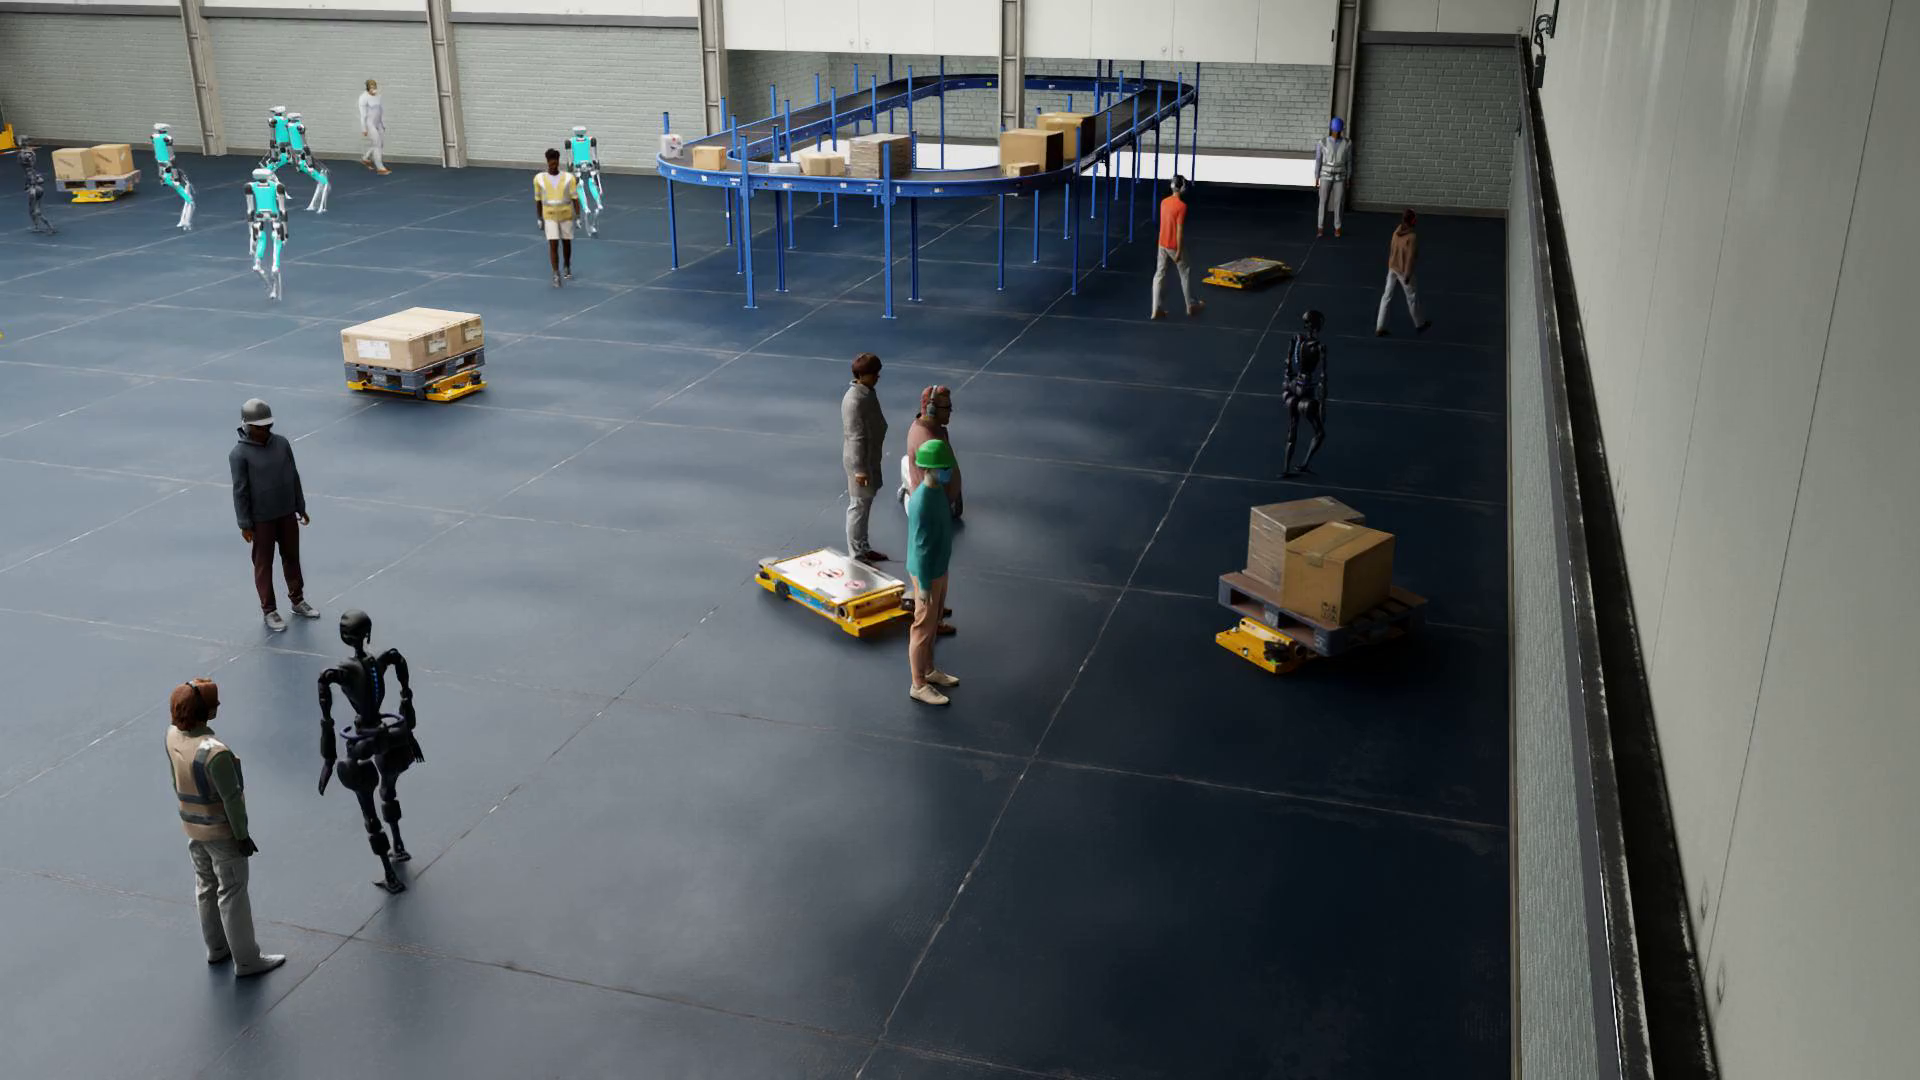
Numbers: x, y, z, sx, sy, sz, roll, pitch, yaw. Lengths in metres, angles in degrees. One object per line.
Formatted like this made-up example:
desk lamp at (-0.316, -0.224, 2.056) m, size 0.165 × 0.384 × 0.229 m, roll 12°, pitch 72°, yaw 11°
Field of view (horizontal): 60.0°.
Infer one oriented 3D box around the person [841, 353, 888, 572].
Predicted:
person at (-0.777, -0.639, 13.669) m, size 0.365 × 1.830 × 0.503 m, roll 4°, pitch 21°, yaw 9°

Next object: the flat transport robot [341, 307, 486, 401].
flat transport robot at (-6.164, -1.812, 18.878) m, size 1.431 × 0.231 × 0.659 m, roll 9°, pitch 23°, yaw 22°

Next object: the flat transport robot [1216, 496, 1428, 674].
flat transport robot at (2.675, 0.651, 12.488) m, size 1.431 × 0.231 × 0.659 m, roll -13°, pitch 25°, yaw -30°

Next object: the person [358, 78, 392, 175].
person at (-11.891, -8.333, 33.522) m, size 0.621 × 1.912 × 0.663 m, roll 5°, pitch 22°, yaw 12°

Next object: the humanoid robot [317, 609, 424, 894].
humanoid robot at (-3.273, 1.161, 9.215) m, size 0.408 × 1.650 × 0.614 m, roll 17°, pitch 27°, yaw 37°

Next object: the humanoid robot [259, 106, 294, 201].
humanoid robot at (-12.426, -7.001, 30.110) m, size 0.735 × 1.677 × 0.533 m, roll 7°, pitch 22°, yaw 18°

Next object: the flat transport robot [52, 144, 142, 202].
flat transport robot at (-16.023, -6.503, 31.044) m, size 0.659 × 0.231 × 1.431 m, roll -3°, pitch 21°, yaw -8°

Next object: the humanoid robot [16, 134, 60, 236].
humanoid robot at (-15.284, -5.853, 27.437) m, size 0.454 × 1.647 × 0.601 m, roll -16°, pitch 27°, yaw -36°

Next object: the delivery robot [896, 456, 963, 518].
delivery robot at (-0.305, -0.526, 15.131) m, size 0.523 × 0.585 × 0.737 m, roll -6°, pitch 22°, yaw -14°

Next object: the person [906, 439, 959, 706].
person at (-0.183, 0.205, 11.414) m, size 0.358 × 1.872 × 0.526 m, roll 5°, pitch 22°, yaw 12°

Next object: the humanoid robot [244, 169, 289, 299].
humanoid robot at (-9.584, -4.145, 23.049) m, size 0.547 × 1.903 × 0.735 m, roll -5°, pitch 22°, yaw -12°

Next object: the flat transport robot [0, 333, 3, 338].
flat transport robot at (-12.547, -2.401, 20.405) m, size 0.659 × 0.231 × 1.431 m, roll 3°, pitch 21°, yaw 9°

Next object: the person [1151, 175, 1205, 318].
person at (2.908, -3.898, 22.073) m, size 0.930 × 1.873 × 0.484 m, roll -18°, pitch 27°, yaw -38°

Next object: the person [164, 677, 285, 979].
person at (-3.787, 1.465, 8.468) m, size 0.522 × 1.639 × 0.304 m, roll 14°, pitch 25°, yaw 33°

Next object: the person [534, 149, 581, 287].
person at (-5.804, -4.674, 24.035) m, size 0.614 × 1.945 × 0.871 m, roll -5°, pitch 22°, yaw -13°

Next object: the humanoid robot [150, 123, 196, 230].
humanoid robot at (-13.137, -6.123, 28.013) m, size 0.538 × 1.791 × 0.687 m, roll 15°, pitch 26°, yaw 33°

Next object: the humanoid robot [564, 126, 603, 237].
humanoid robot at (-6.113, -5.798, 27.332) m, size 0.542 × 1.906 × 0.713 m, roll -10°, pitch 23°, yaw -25°

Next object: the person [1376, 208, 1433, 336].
person at (5.668, -3.407, 21.146) m, size 0.860 × 1.608 × 0.473 m, roll -13°, pitch 24°, yaw -30°

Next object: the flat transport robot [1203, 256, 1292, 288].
flat transport robot at (4.214, -3.907, 24.311) m, size 0.659 × 0.231 × 1.431 m, roll 17°, pitch 27°, yaw 37°

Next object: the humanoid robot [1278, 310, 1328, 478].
humanoid robot at (3.261, -1.384, 15.811) m, size 0.370 × 1.651 × 0.610 m, roll -11°, pitch 24°, yaw -27°

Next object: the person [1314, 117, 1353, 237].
person at (6.123, -5.956, 27.319) m, size 0.611 × 1.935 × 0.417 m, roll 1°, pitch 21°, yaw 3°

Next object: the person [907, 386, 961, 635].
person at (-0.190, -0.241, 12.532) m, size 0.405 × 1.904 × 0.649 m, roll -1°, pitch 21°, yaw -3°

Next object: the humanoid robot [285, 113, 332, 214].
humanoid robot at (-11.441, -6.681, 29.410) m, size 0.534 × 1.754 × 0.700 m, roll 18°, pitch 28°, yaw 39°

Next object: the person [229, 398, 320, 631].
person at (-5.207, -0.208, 12.581) m, size 0.377 × 1.807 × 0.544 m, roll 15°, pitch 26°, yaw 34°

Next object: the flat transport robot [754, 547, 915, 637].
flat transport robot at (-0.966, 0.389, 13.168) m, size 0.659 × 0.231 × 1.431 m, roll -17°, pitch 27°, yaw -36°
